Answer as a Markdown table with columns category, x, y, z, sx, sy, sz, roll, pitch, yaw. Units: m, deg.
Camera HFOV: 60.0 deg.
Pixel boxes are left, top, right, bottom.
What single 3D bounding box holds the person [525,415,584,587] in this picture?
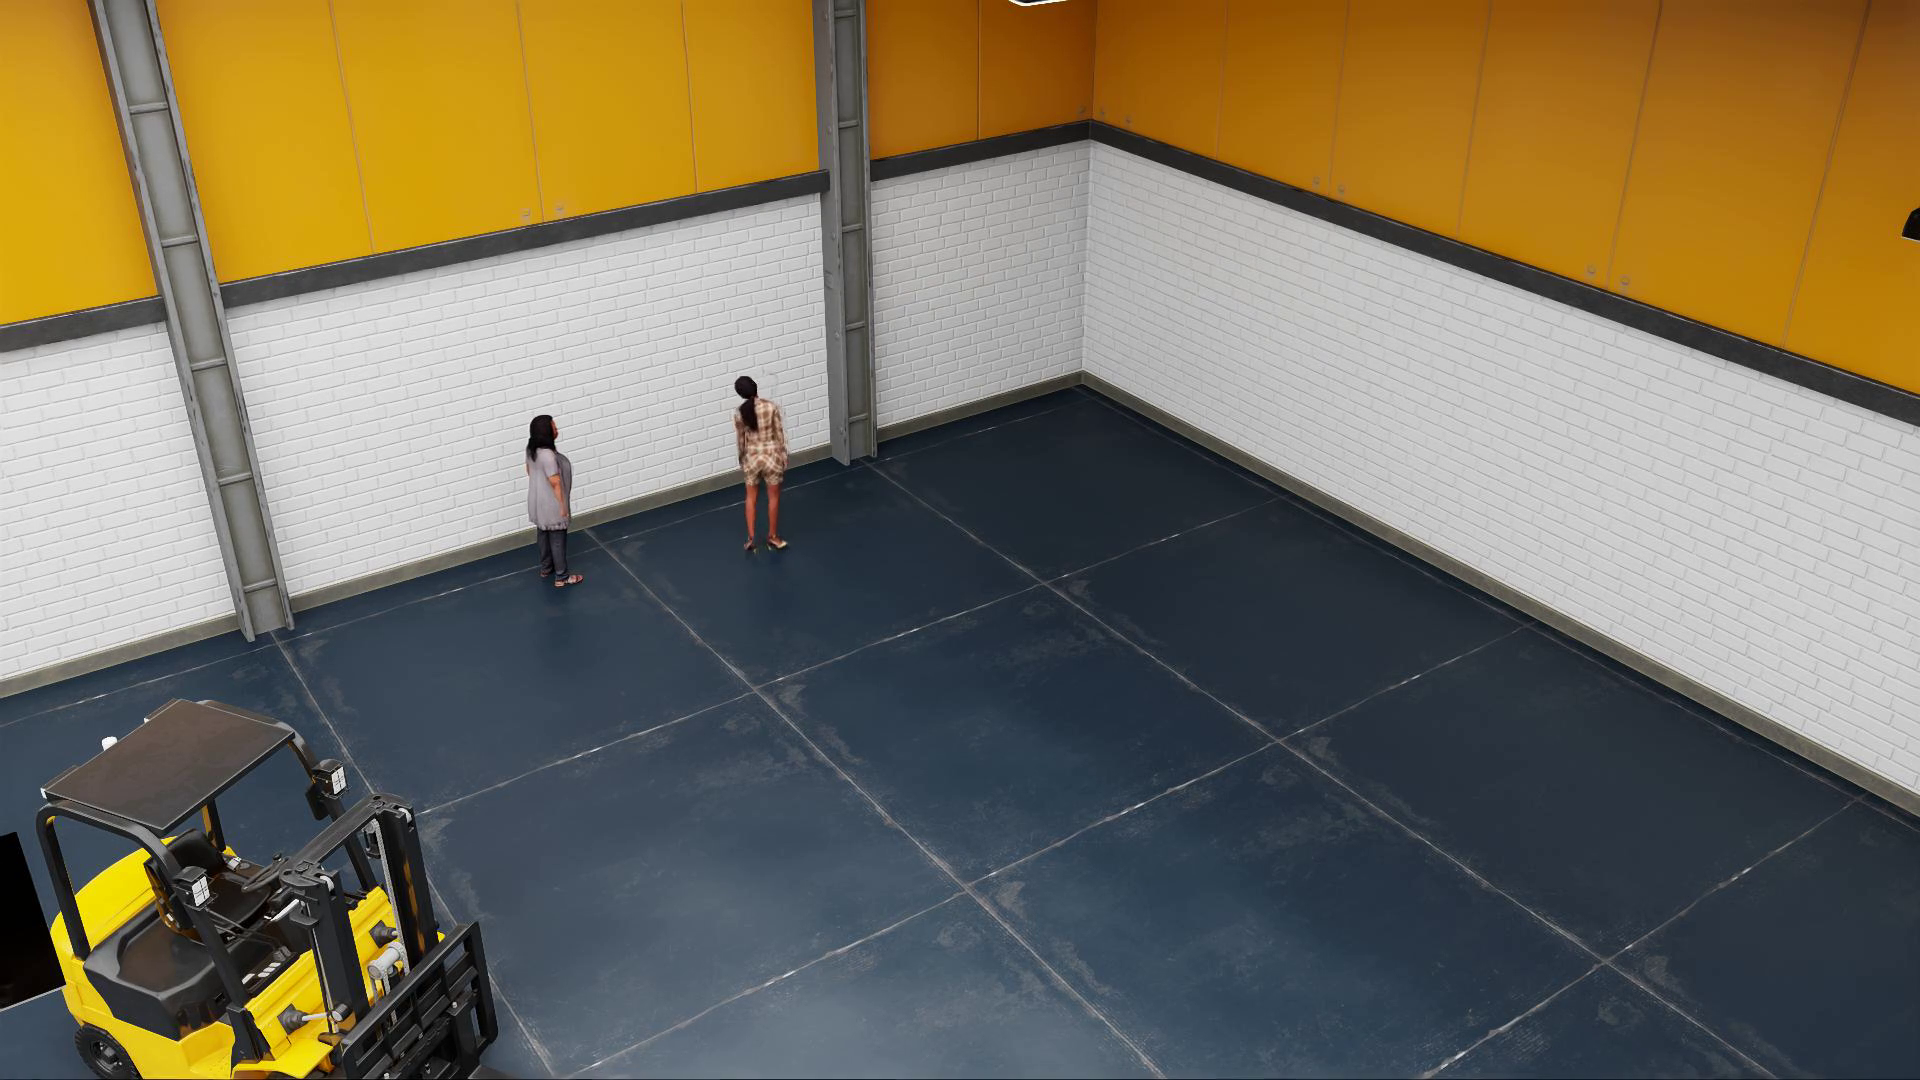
| category | x | y | z | sx | sy | sz | roll | pitch | yaw |
| --- | --- | --- | --- | --- | --- | --- | --- | --- | --- |
| person | -3.677 | -0.370 | 14.863 | 0.675 | 1.609 | 0.656 | -23 | 36 | -36 |

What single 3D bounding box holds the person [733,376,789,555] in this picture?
| category | x | y | z | sx | sy | sz | roll | pitch | yaw |
| --- | --- | --- | --- | --- | --- | --- | --- | --- | --- |
| person | -1.784 | -0.683 | 15.275 | 0.705 | 1.764 | 0.777 | 11 | 30 | 19 |
